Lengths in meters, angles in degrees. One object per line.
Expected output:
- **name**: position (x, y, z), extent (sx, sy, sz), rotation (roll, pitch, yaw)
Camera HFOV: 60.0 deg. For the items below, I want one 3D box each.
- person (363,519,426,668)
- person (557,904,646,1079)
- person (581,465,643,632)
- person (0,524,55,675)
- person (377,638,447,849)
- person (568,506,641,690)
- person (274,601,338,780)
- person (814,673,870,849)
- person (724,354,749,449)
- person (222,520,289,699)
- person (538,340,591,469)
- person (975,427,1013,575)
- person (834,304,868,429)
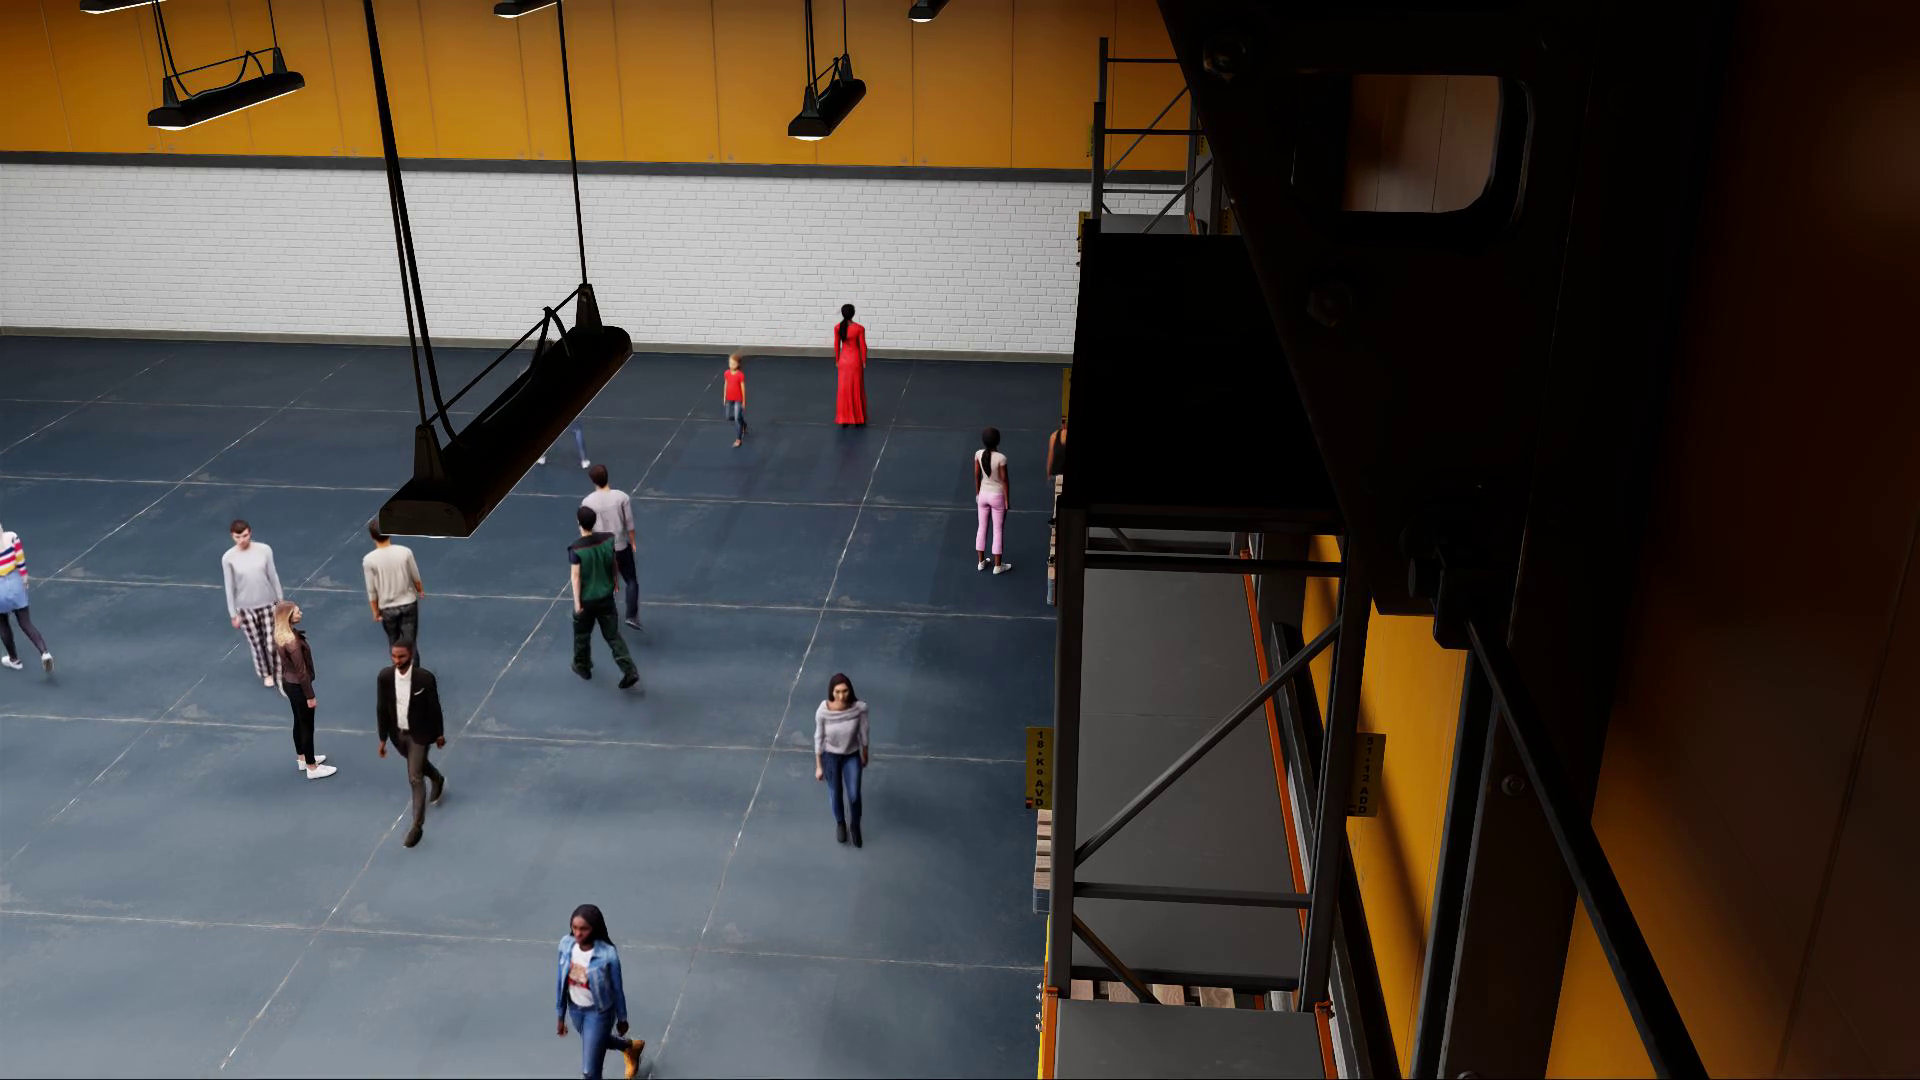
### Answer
- **person**: position (-5.475, 0.692, 16.204), extent (0.858, 1.777, 0.950), rotation (-6, 24, -14)
- **person**: position (-2.359, 3.072, 10.884), extent (0.861, 1.676, 1.240), rotation (10, 25, 21)
- **person**: position (-3.660, 0.121, 17.459), extent (0.823, 1.818, 0.967), rotation (-4, 24, -9)
- **person**: position (-9.430, 0.538, 16.548), extent (1.060, 1.784, 1.095), rotation (17, 29, 33)
- **person**: position (-4.623, 1.618, 14.110), extent (0.695, 1.757, 1.228), rotation (3, 24, 7)
- **person**: position (-3.513, 0.604, 16.296), extent (1.240, 1.864, 1.226), rotation (21, 31, 40)
- **person**: position (-5.908, 1.324, 14.847), extent (0.728, 1.705, 0.657), rotation (-17, 29, -34)
- **person**: position (-1.003, 1.791, 13.892), extent (0.652, 1.615, 0.637), rotation (-2, 24, -4)
- **person**: position (-3.050, -1.939, 22.818), extent (0.626, 1.300, 0.769), rotation (11, 26, 24)
- **person**: position (-6.914, 0.612, 16.325), extent (0.947, 1.826, 1.065), rotation (-12, 26, -25)
- **person**: position (-5.348, -1.784, 21.970), extent (0.956, 1.694, 0.819), rotation (-2, 24, -4)
- **person**: position (0.363, -0.464, 18.893), extent (0.656, 1.742, 0.655), rotation (14, 27, 29)
- **person**: position (-1.551, -2.454, 23.393), extent (0.659, 1.783, 0.652), rotation (5, 24, 12)
